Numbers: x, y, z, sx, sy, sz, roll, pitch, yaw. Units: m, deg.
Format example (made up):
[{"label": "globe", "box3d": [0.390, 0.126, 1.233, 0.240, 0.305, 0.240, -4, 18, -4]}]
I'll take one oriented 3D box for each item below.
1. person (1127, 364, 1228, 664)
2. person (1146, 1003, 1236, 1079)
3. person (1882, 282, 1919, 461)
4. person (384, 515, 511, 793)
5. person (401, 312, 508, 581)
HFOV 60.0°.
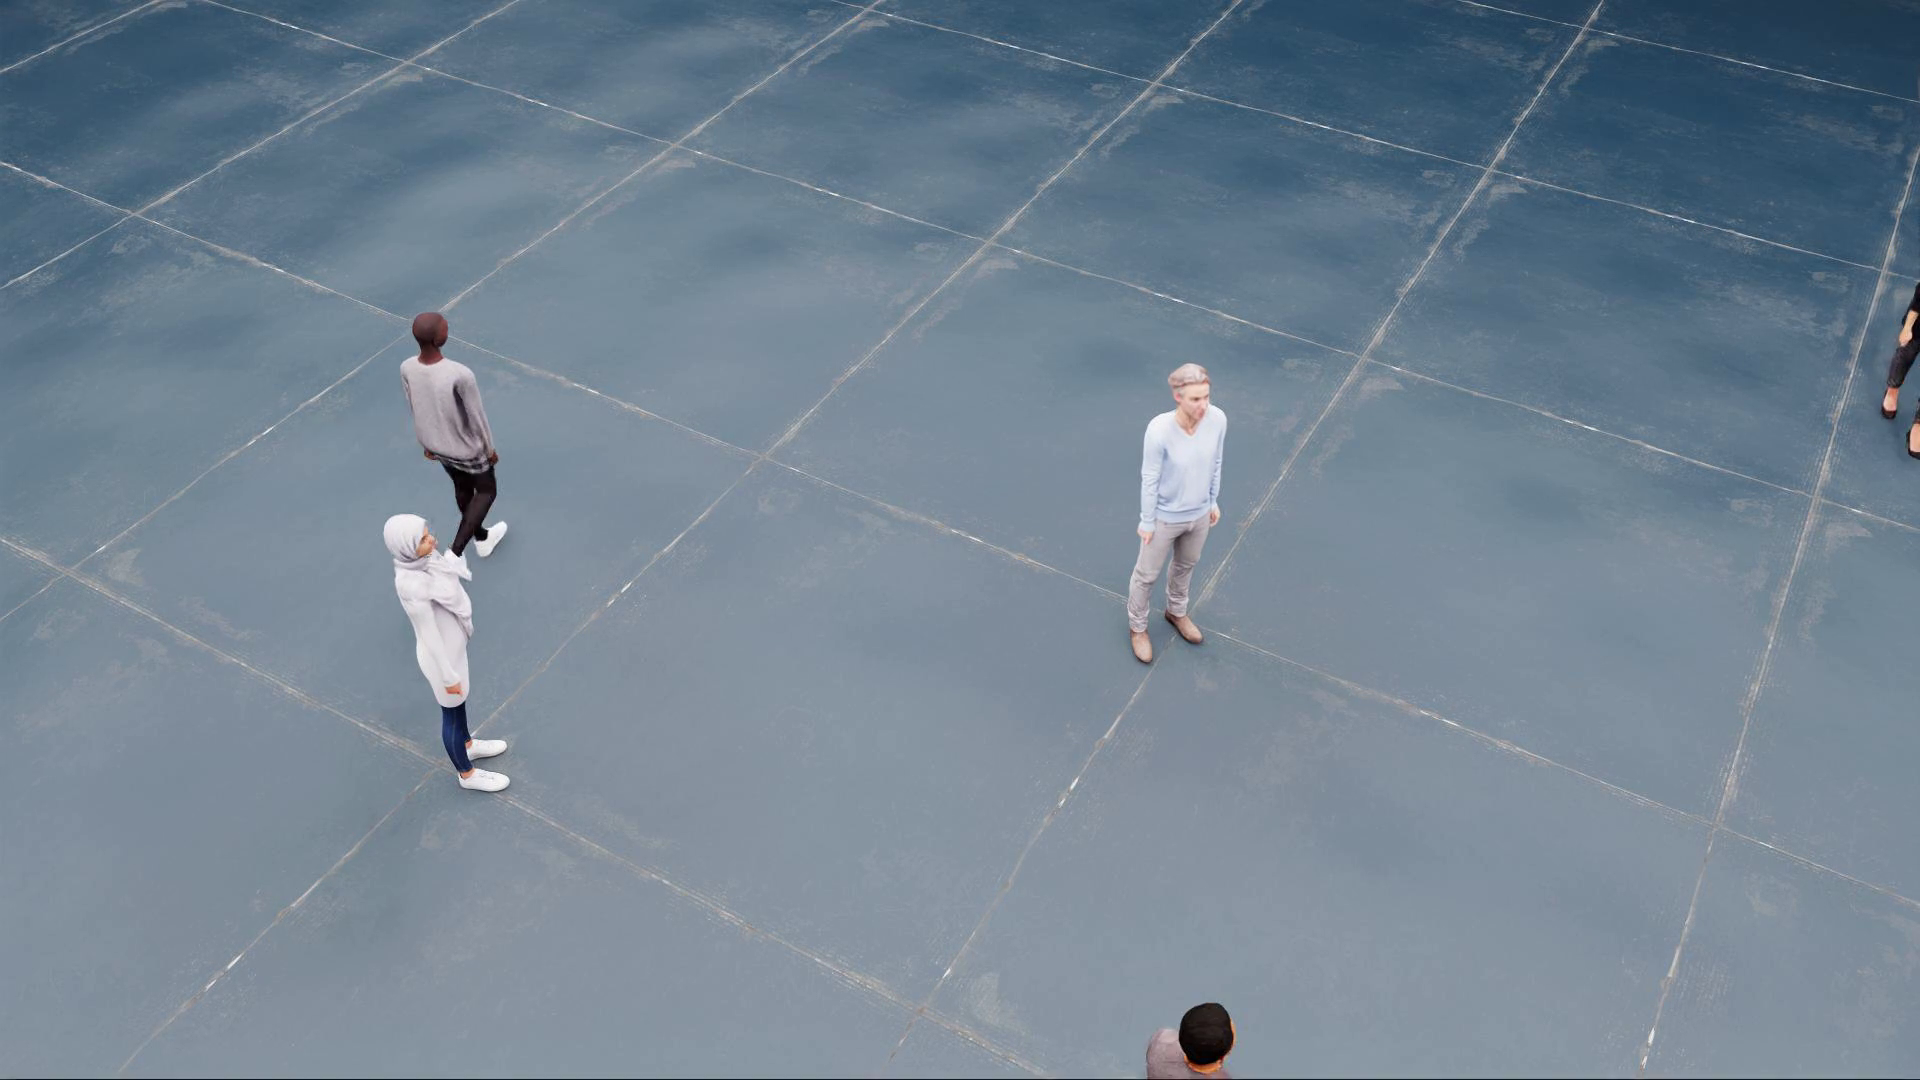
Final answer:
[{"label": "person", "box3d": [1.165, -0.162, 8.996, 0.712, 1.894, 0.808, -18, 45, -18]}, {"label": "person", "box3d": [0.790, 2.368, 6.325, 1.116, 1.738, 0.854, 22, 47, 22]}, {"label": "person", "box3d": [6.189, -1.429, 10.545, 0.835, 1.686, 1.055, 9, 43, 10]}, {"label": "person", "box3d": [-2.578, 0.560, 8.290, 0.747, 1.775, 0.668, -7, 43, -7]}, {"label": "person", "box3d": [-2.908, -0.483, 9.451, 0.740, 1.758, 0.982, 11, 43, 12]}]
